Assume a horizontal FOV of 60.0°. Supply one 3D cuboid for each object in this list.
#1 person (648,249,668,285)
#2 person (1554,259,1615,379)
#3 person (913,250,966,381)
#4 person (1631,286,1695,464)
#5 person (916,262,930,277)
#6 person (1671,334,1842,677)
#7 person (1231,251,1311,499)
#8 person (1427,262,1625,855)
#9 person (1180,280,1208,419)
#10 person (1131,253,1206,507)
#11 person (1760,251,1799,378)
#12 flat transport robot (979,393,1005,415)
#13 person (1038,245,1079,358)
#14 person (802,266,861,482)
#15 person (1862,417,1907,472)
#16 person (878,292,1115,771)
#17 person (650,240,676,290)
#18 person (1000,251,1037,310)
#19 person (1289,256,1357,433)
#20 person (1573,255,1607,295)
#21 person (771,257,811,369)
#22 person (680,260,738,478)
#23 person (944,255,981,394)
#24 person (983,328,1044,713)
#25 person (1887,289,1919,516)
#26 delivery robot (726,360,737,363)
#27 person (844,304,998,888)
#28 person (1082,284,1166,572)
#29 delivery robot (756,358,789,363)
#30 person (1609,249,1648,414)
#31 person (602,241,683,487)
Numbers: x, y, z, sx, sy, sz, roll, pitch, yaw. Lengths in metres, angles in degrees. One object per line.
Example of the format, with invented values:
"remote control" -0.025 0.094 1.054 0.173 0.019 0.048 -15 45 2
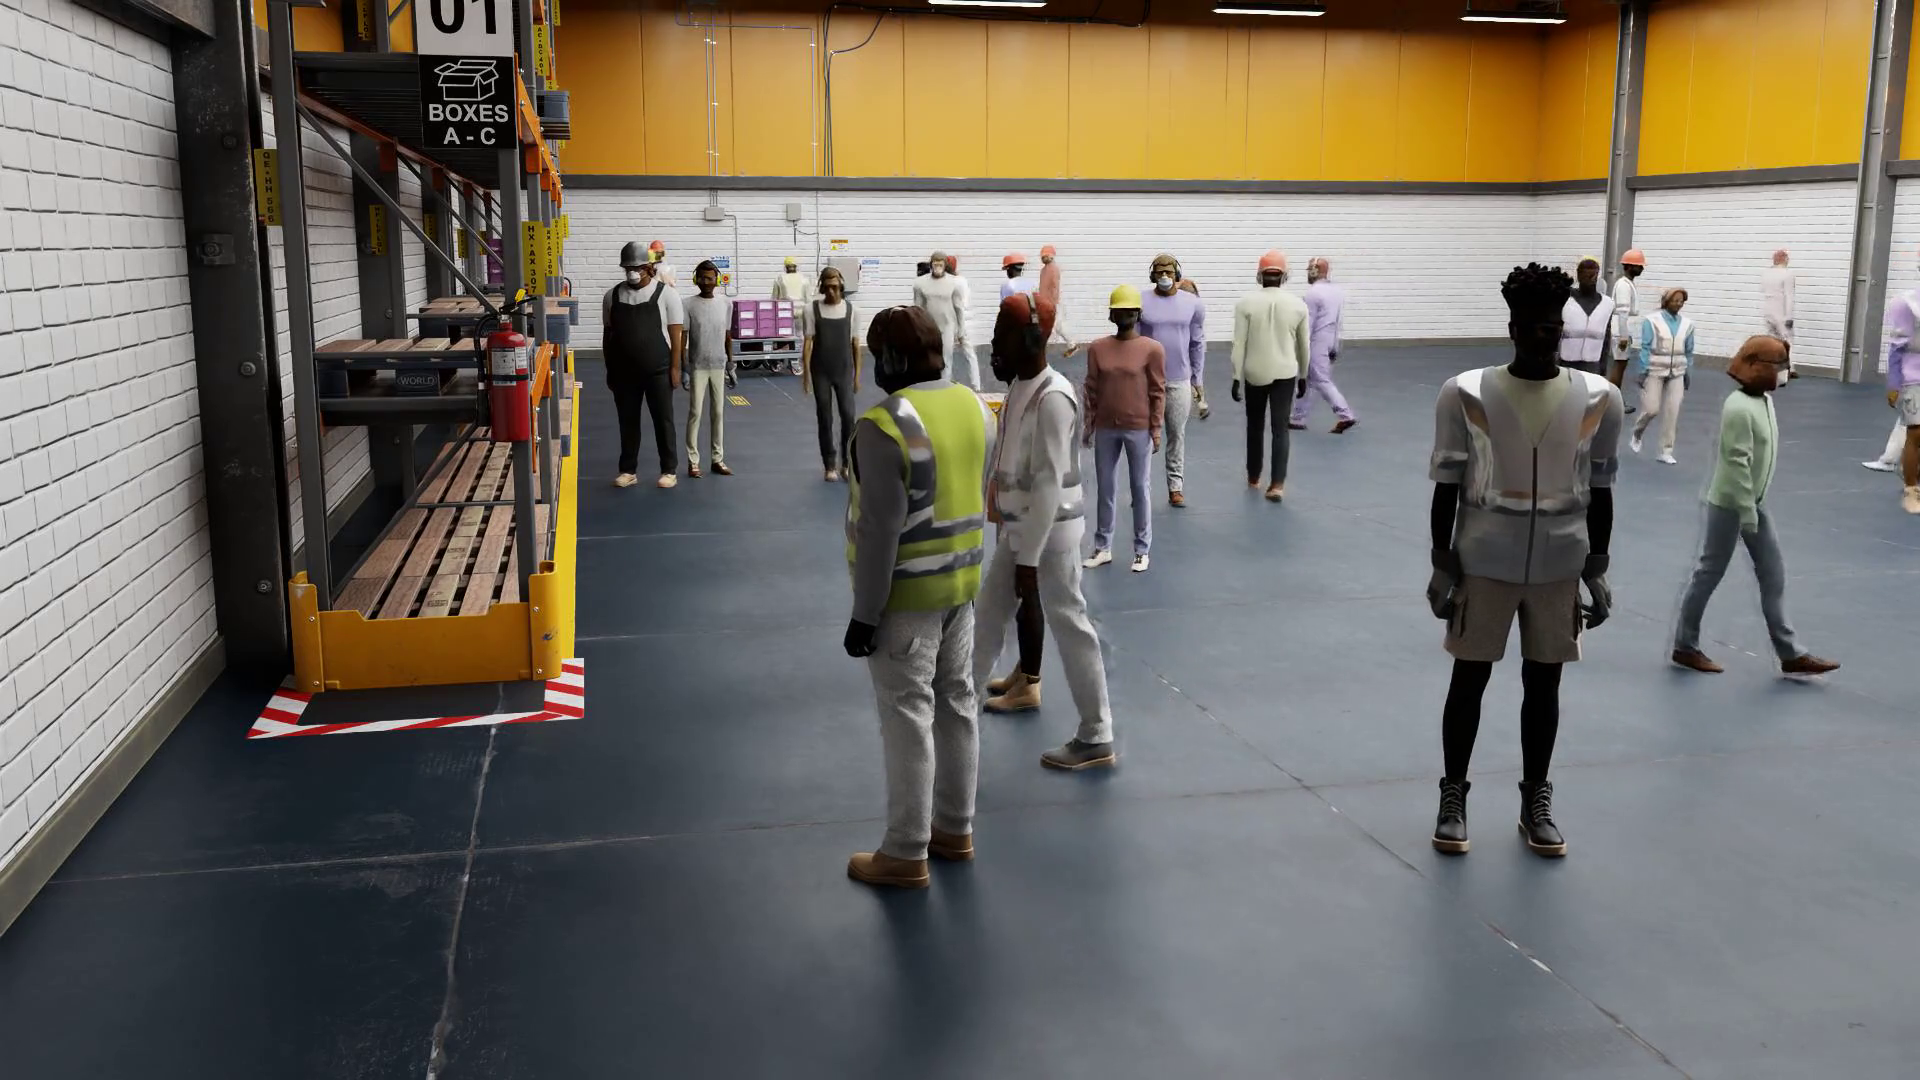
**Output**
"person" -4.720 -3.441 25.214 0.581 1.887 0.779 2 10 11
"person" 5.621 -1.603 15.093 0.613 1.862 1.030 0 10 -1
"person" -0.232 -2.510 19.971 0.657 1.912 0.664 3 11 15
"person" 6.452 -1.519 15.267 0.527 1.621 0.487 -1 10 -3
"person" -0.614 -3.686 27.102 0.481 1.676 0.555 -4 11 -23
"person" 3.699 -0.134 7.644 0.787 1.596 0.532 9 14 42
"person" 2.483 -1.317 13.268 0.643 1.948 1.010 1 10 5
"person" 1.853 0.074 5.502 0.609 1.965 0.368 1 10 8
"person" 2.598 -2.171 18.977 0.566 1.583 0.748 -5 11 -25
"person" 1.549 -1.211 12.695 0.636 1.938 0.354 0 10 0
"person" 12.215 -3.342 24.714 0.439 1.870 0.754 -2 10 -9
"flat transport robot" 0.304 -1.552 19.210 0.652 0.197 1.431 -2 10 -11
"person" 1.600 -4.095 28.637 0.963 1.962 0.624 -5 11 -24
"person" -1.062 -1.369 13.930 0.499 1.815 0.619 -2 10 -9
"person" 8.460 -1.359 14.490 0.869 1.583 0.564 5 11 25
"person" 0.180 0.001 6.261 0.950 1.832 0.606 -3 11 -16
"person" -5.055 -3.998 27.897 0.608 2.034 0.426 -1 10 -5
"person" 0.655 -2.391 19.313 0.579 1.911 0.514 -9 14 -41
"person" 3.830 -2.068 17.656 0.916 1.869 0.651 7 12 34
"person" 8.688 -3.028 23.094 0.594 1.830 0.403 -6 12 -28
"person" -2.696 -3.612 26.508 0.600 1.770 0.970 -3 11 -16
"person" -2.168 -1.474 14.365 0.512 1.866 0.330 -6 12 -31
"person" -0.120 -2.753 21.528 1.014 1.822 0.613 8 13 39
"person" 0.248 -0.101 7.221 0.316 1.696 0.540 1 10 5
"person" 7.202 -1.203 12.415 0.616 2.028 0.580 1 10 3
"delivery robot" -3.644 -2.987 26.115 0.707 0.478 0.477 -4 11 -19
"person" -0.151 0.179 5.282 0.429 1.838 0.621 7 12 34
"person" 1.003 -0.687 10.267 0.533 1.772 0.299 5 11 26
"delivery robot" -2.958 -3.045 26.435 0.707 0.478 0.477 -9 14 -42
"person" 7.859 -2.457 19.619 0.372 1.936 0.550 5 11 26
"person" -2.633 -1.440 13.685 0.677 2.000 0.535 1 10 6
